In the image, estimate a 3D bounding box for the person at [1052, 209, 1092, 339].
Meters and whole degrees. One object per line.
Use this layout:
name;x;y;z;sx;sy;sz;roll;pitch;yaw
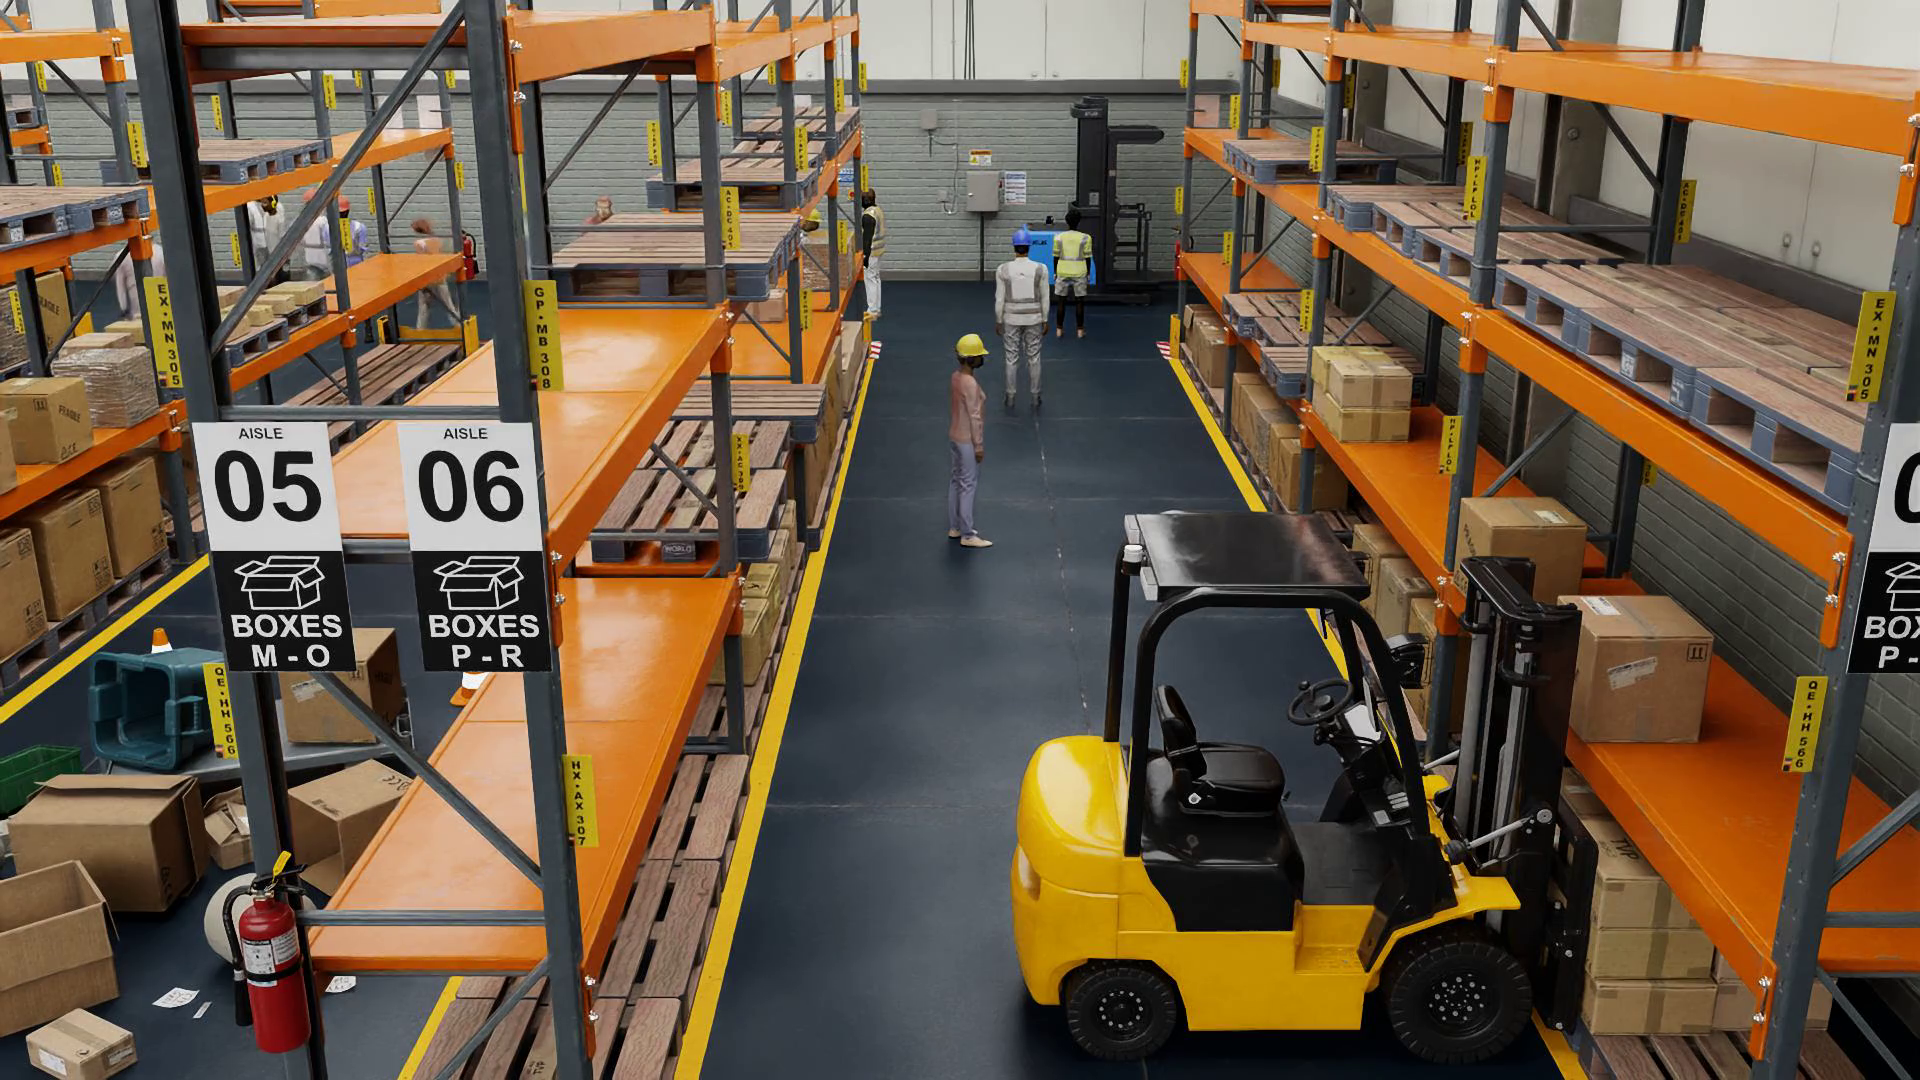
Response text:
person;1.478;-3.505;21.959;0.536;1.691;0.319;4;19;12

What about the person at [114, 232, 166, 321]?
person;-9.454;-2.770;19.450;0.659;1.877;0.654;-6;19;-17

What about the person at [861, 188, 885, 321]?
person;-1.265;-3.978;23.167;0.429;1.836;0.628;2;18;7

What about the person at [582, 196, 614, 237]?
person;-4.609;-3.533;21.709;0.667;1.895;0.426;0;18;-1

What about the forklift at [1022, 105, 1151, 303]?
forklift;1.857;-4.944;24.441;1.873;2.768;1.129;0;18;0

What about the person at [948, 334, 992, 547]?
person;0.075;-0.822;13.722;0.315;1.770;0.524;-6;19;-18

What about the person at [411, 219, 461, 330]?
person;-6.950;-3.429;21.880;0.862;1.591;0.519;9;20;25

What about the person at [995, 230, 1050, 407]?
person;0.686;-2.422;18.282;0.602;1.945;0.395;0;18;0

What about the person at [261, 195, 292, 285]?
person;-9.246;-3.805;22.602;0.324;1.862;0.511;-16;24;-41

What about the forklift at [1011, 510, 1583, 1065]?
forklift;1.387;1.055;7.378;2.313;2.155;1.214;0;18;0

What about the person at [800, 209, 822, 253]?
person;-1.946;-3.471;21.790;0.320;1.731;0.489;0;18;0

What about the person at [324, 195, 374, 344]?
person;-7.926;-3.500;21.576;0.542;1.928;0.400;-2;18;-6

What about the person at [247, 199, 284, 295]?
person;-10.116;-4.381;24.312;0.566;1.894;0.884;-5;19;-15
